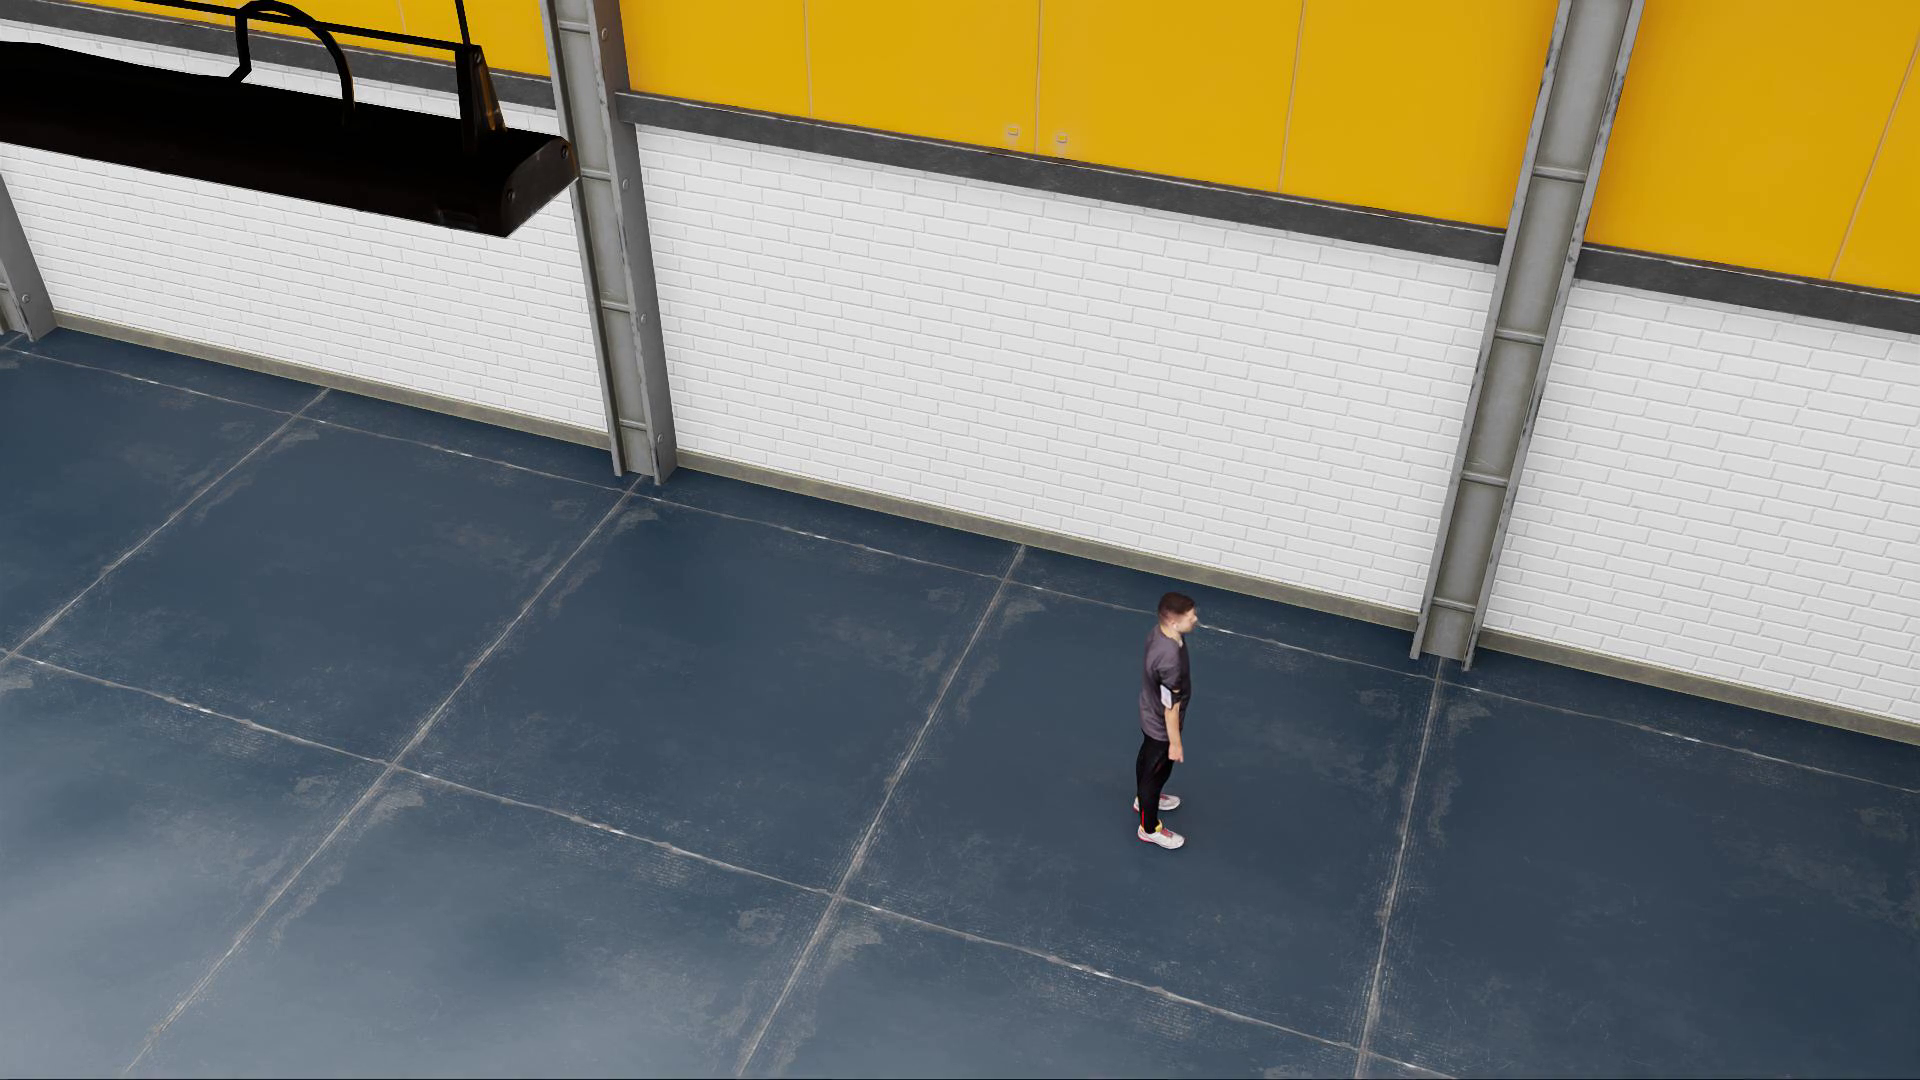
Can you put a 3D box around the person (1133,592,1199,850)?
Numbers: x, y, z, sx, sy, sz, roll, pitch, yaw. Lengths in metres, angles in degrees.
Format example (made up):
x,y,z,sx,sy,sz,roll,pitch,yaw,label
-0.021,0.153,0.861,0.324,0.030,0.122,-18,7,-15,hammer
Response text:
x,y,z,sx,sy,sz,roll,pitch,yaw,label
1.148,0.996,9.410,0.652,1.764,0.692,2,39,2,person
